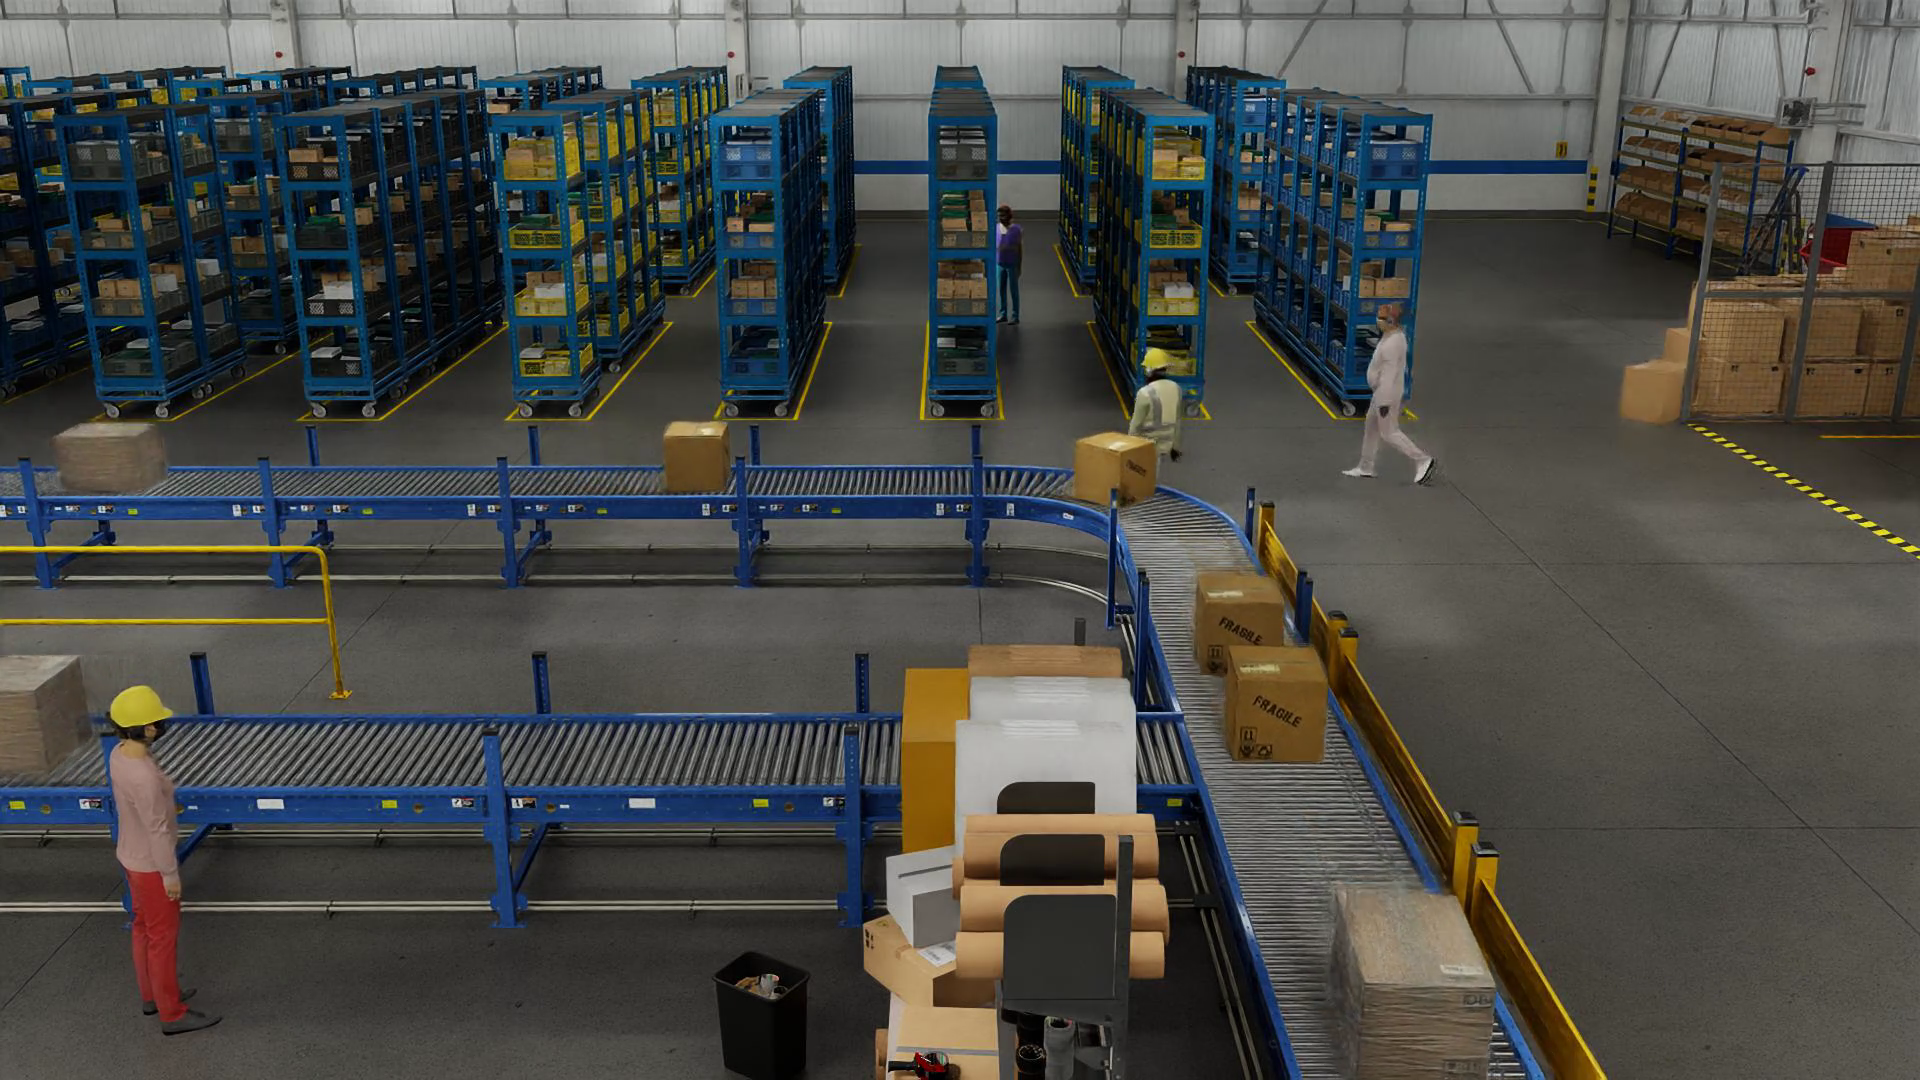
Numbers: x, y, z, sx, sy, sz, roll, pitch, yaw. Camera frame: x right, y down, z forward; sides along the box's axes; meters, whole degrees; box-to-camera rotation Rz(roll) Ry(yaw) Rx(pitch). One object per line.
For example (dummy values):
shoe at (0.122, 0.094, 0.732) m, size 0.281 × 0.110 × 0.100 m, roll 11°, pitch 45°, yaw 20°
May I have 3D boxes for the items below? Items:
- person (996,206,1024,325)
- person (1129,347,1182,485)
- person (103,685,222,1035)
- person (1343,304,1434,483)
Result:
person at (0.737, -4.279, 25.859) m, size 0.577 × 1.832 × 0.397 m, roll 11°, pitch 21°, yaw 31°
person at (1.838, -0.894, 15.485) m, size 0.835 × 1.802 × 0.596 m, roll 14°, pitch 23°, yaw 37°
person at (-3.889, 1.535, 8.053) m, size 0.331 × 1.768 × 0.527 m, roll -15°, pitch 23°, yaw -39°
person at (4.511, -1.514, 17.273) m, size 0.851 × 1.880 × 0.652 m, roll 5°, pitch 19°, yaw 14°
